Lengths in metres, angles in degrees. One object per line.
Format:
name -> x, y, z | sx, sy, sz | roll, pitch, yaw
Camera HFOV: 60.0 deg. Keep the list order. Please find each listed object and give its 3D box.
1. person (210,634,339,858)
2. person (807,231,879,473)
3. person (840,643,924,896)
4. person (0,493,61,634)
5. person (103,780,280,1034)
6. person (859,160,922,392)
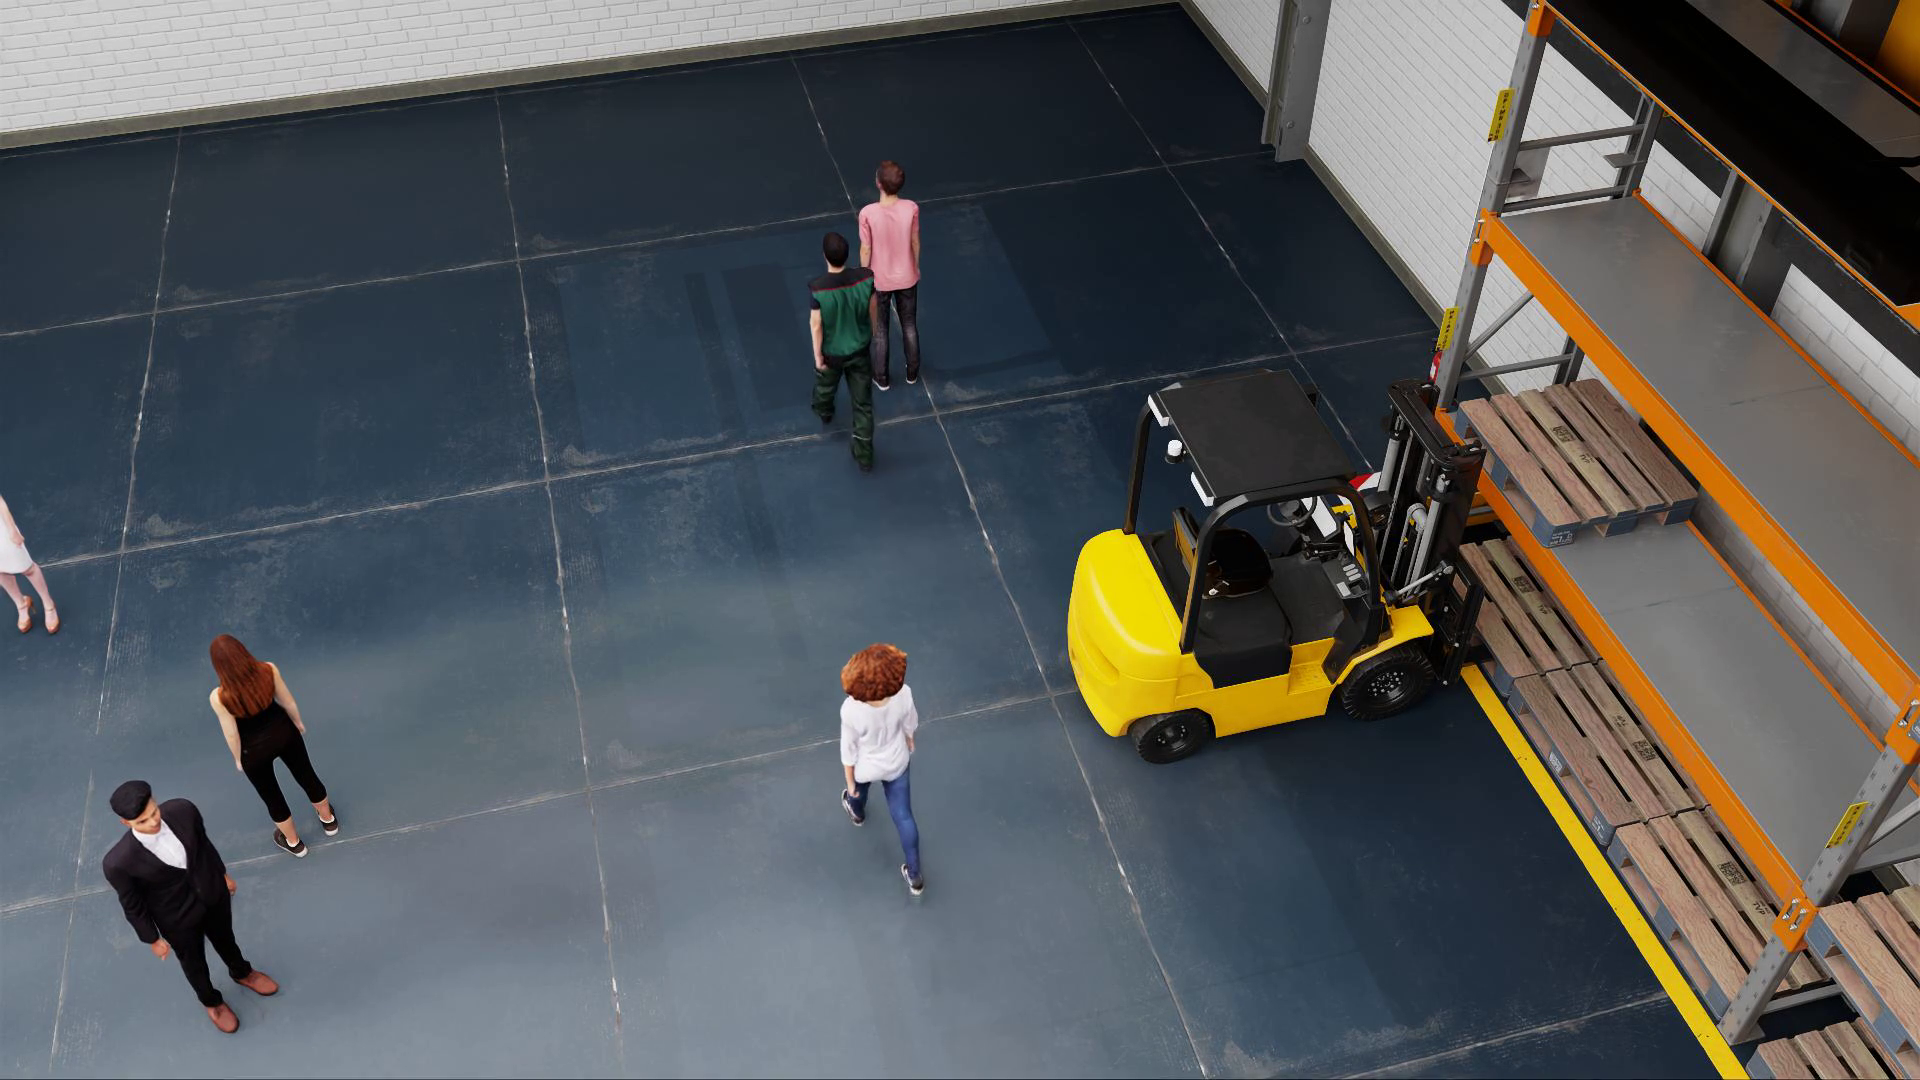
person -> -3.941, 1.159, 9.474 | 0.651, 1.726, 0.659 | -34, 53, -31
person -> -0.801, -1.319, 11.980 | 0.755, 1.856, 1.185 | -14, 45, -14
person -> -0.417, 1.312, 9.353 | 0.738, 1.671, 1.165 | -14, 45, -15
person -> -6.246, -0.071, 10.715 | 0.595, 1.794, 0.552 | -2, 44, -2
person -> -4.013, 1.860, 8.625 | 0.810, 1.882, 0.754 | 22, 48, 21
person -> -0.520, -1.996, 12.615 | 0.634, 1.961, 0.537 | -12, 45, -12
